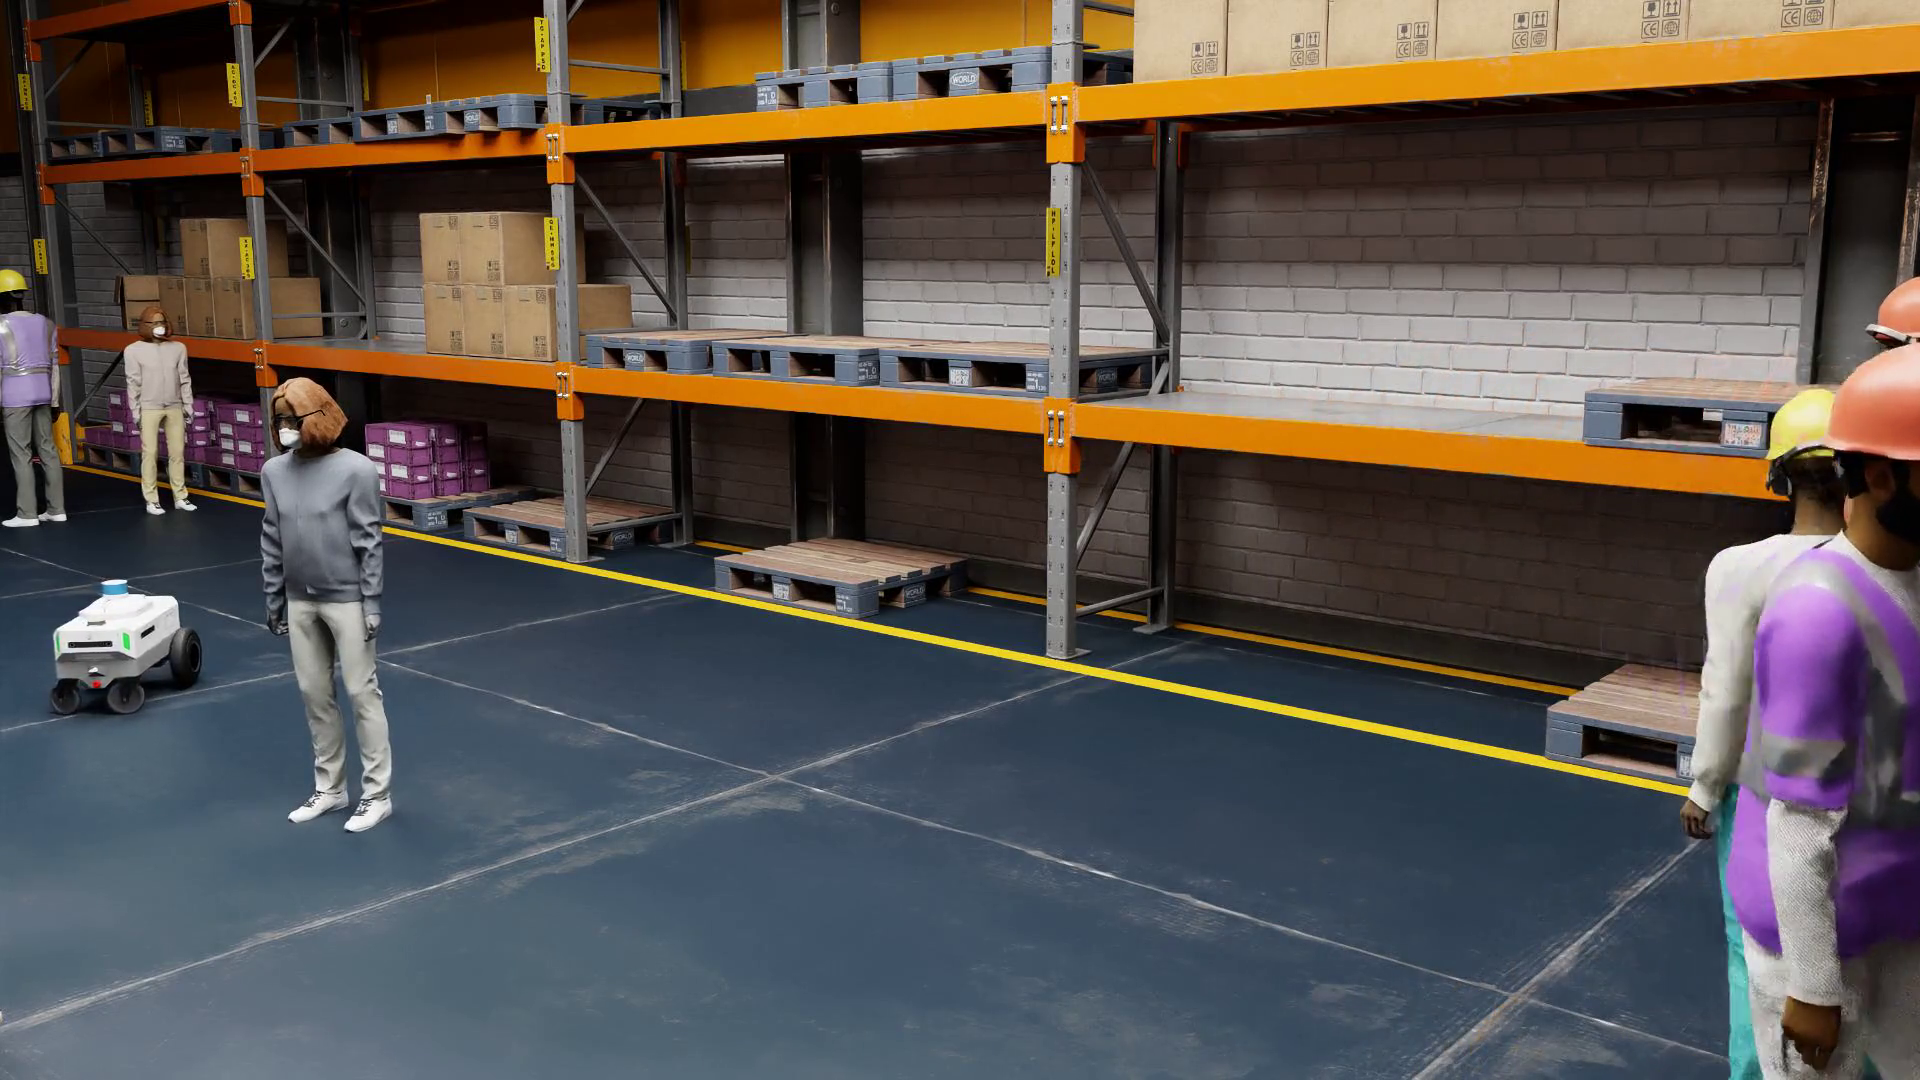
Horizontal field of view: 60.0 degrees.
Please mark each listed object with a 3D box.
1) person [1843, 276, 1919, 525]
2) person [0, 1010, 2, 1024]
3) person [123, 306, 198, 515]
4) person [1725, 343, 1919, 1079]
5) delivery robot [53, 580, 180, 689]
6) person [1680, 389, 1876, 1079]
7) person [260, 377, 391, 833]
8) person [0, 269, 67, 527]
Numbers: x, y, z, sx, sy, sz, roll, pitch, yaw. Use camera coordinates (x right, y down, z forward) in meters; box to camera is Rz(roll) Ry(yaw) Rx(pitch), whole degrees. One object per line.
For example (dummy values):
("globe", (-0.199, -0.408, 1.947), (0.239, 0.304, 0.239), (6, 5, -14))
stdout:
("person", (2.811, 0.218, 4.966), (0.376, 1.997, 0.612), (1, 10, 4))
("person", (-2.755, 0.366, 4.125), (0.612, 1.996, 0.388), (-7, 12, -35))
("person", (-6.259, -1.011, 13.029), (0.277, 1.625, 0.499), (8, 13, 39))
("person", (1.516, 0.628, 2.834), (0.563, 1.922, 0.423), (-10, 14, -44))
("delivery robot", (-3.851, 0.426, 7.615), (0.477, 0.478, 0.707), (-1, 10, -8))
("person", (1.891, 0.544, 3.771), (0.528, 1.765, 0.328), (-1, 10, -6))
("person", (-2.284, 0.230, 5.964), (0.504, 1.622, 0.299), (3, 10, 18))
("person", (-7.009, -1.053, 12.437), (0.401, 1.918, 0.588), (4, 11, 21))
